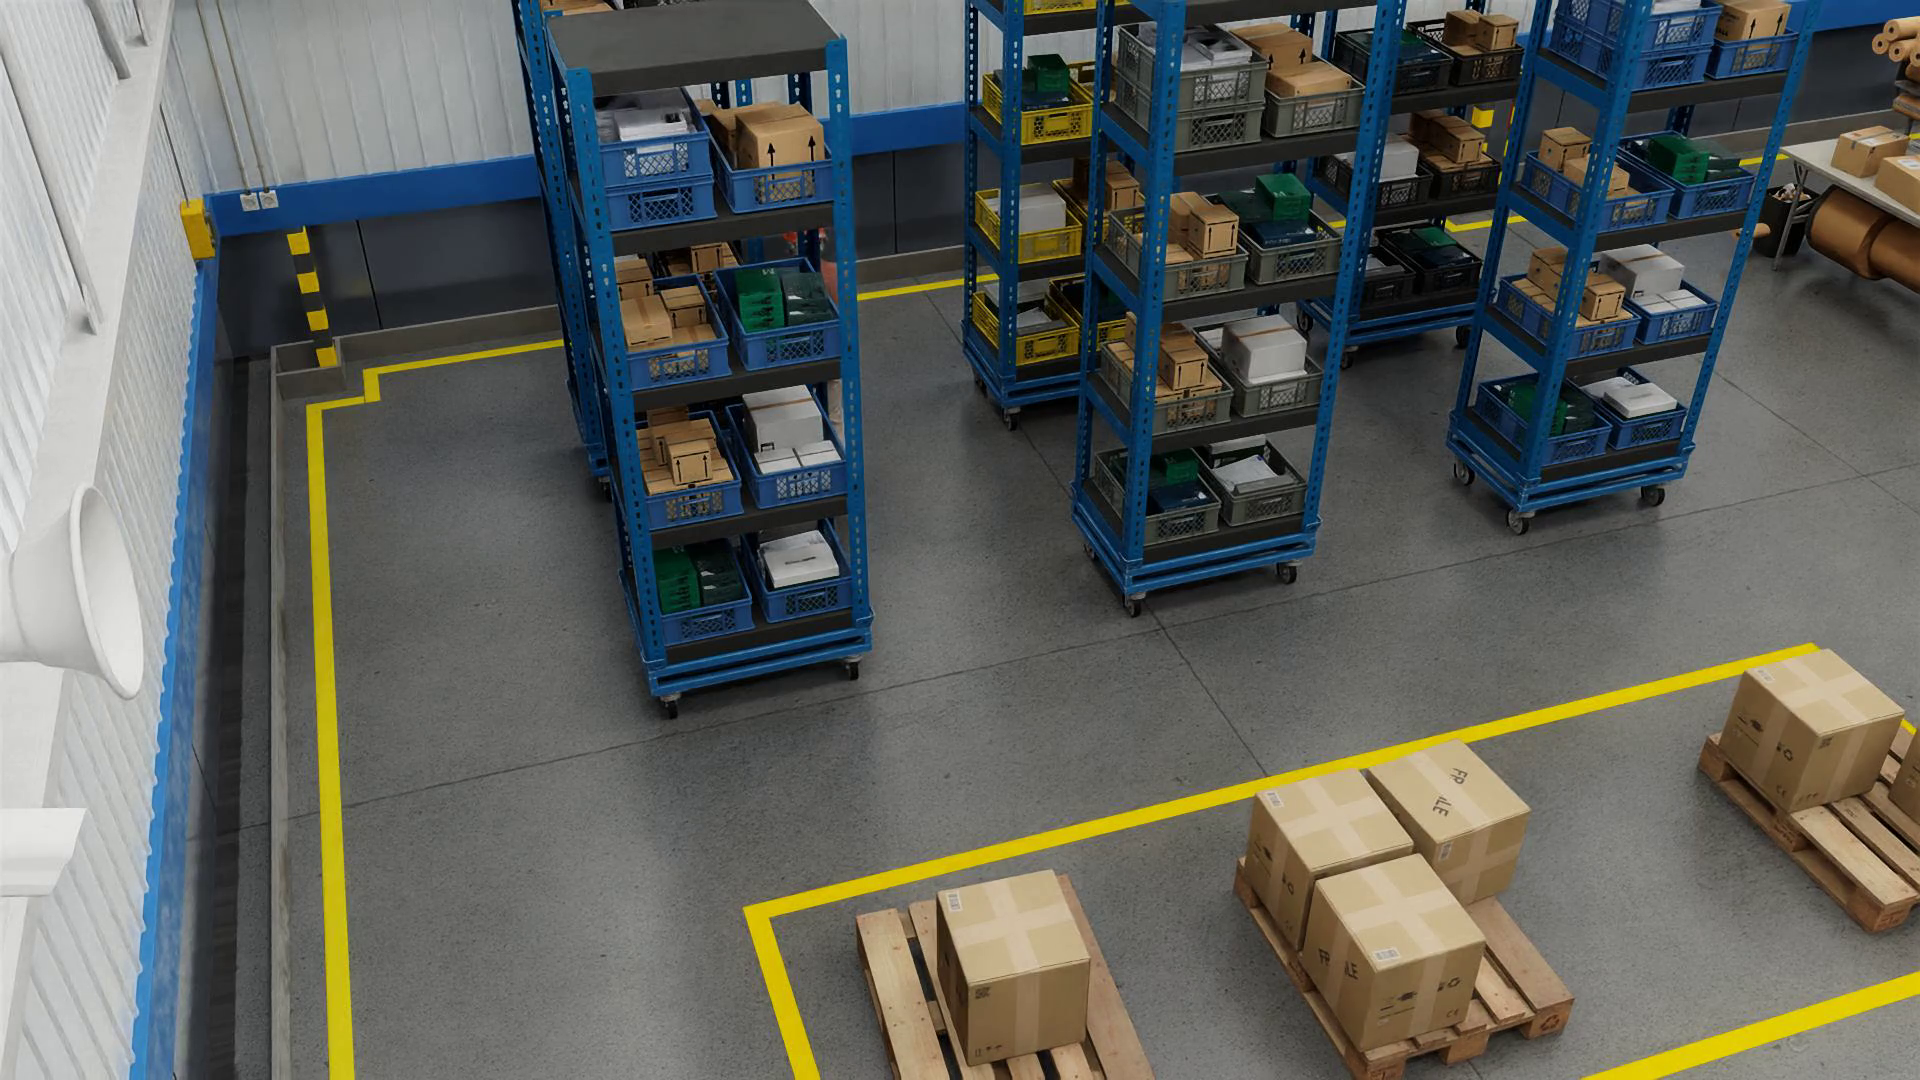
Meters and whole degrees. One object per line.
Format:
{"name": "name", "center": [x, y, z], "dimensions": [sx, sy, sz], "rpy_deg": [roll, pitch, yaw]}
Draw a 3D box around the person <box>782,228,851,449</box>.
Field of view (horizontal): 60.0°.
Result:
{"name": "person", "center": [-0.889, -1.067, 10.076], "dimensions": [0.625, 1.980, 0.411], "rpy_deg": [-27, 43, -33]}
